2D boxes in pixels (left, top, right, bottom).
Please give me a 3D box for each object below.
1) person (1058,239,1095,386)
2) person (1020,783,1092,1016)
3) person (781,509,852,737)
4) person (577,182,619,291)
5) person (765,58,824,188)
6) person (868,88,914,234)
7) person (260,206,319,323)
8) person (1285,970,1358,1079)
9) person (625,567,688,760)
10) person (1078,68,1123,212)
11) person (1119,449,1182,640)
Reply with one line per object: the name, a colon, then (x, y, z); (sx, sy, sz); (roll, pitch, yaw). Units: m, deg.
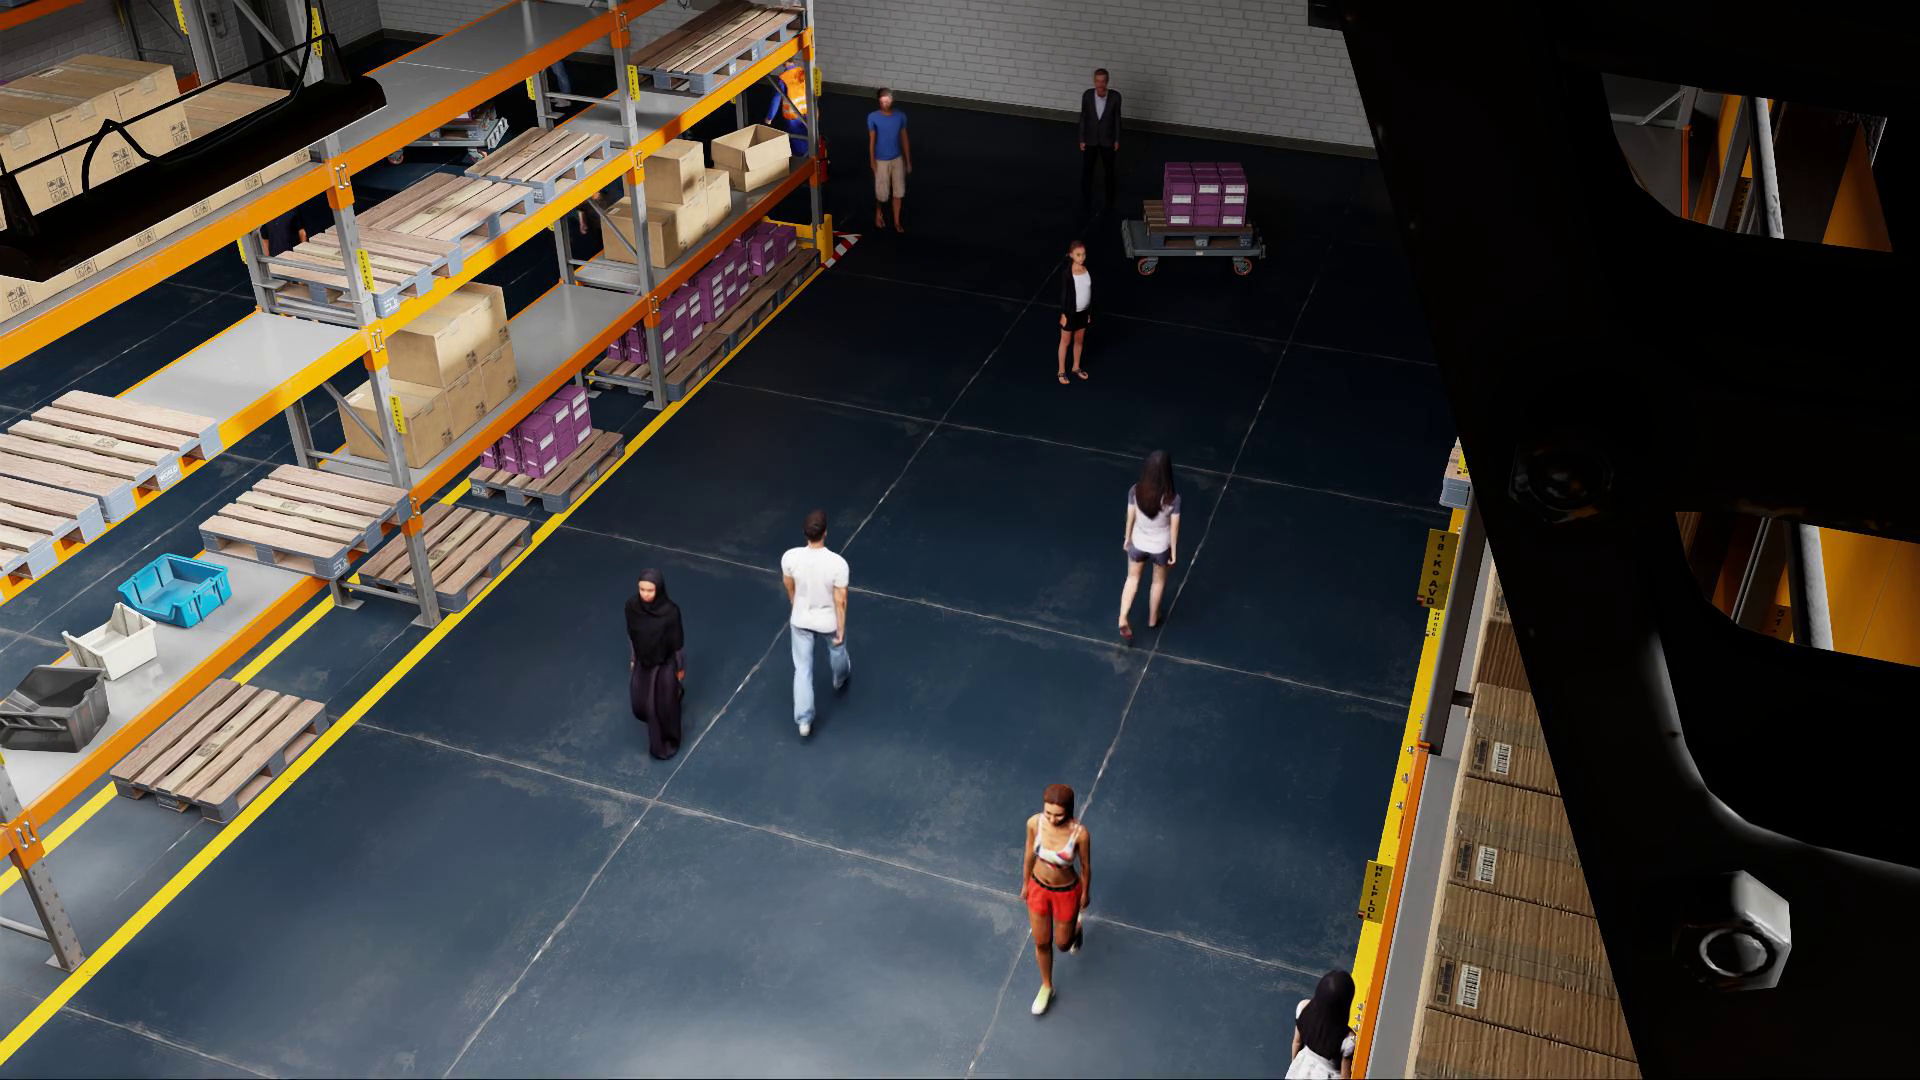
person: (1.200, -2.400, 17.329); (0.637, 1.555, 0.700); (-16, 37, -22)
person: (0.620, 2.129, 10.317); (0.596, 1.773, 0.889); (13, 36, 19)
person: (-1.108, 0.643, 12.516); (0.856, 1.815, 1.233); (4, 34, 6)
person: (-4.170, -3.572, 18.991); (0.682, 1.667, 1.144); (15, 36, 21)
person: (-2.068, -5.491, 21.751); (0.932, 1.808, 1.156); (16, 37, 22)
person: (-0.922, -4.729, 20.562); (0.833, 1.853, 0.893); (-15, 36, -21)
person: (-7.287, -3.062, 18.052); (0.724, 1.857, 0.716); (-6, 34, -9)
person: (1.941, 2.998, 9.014); (0.804, 1.769, 0.778); (-24, 40, -31)
person: (-2.226, 0.846, 12.404); (0.613, 1.601, 0.814); (9, 35, 14)
person: (1.784, -5.104, 21.146); (0.751, 1.832, 0.646); (6, 34, 8)
person: (1.518, 0.069, 13.489); (0.597, 1.693, 0.867); (14, 36, 20)
